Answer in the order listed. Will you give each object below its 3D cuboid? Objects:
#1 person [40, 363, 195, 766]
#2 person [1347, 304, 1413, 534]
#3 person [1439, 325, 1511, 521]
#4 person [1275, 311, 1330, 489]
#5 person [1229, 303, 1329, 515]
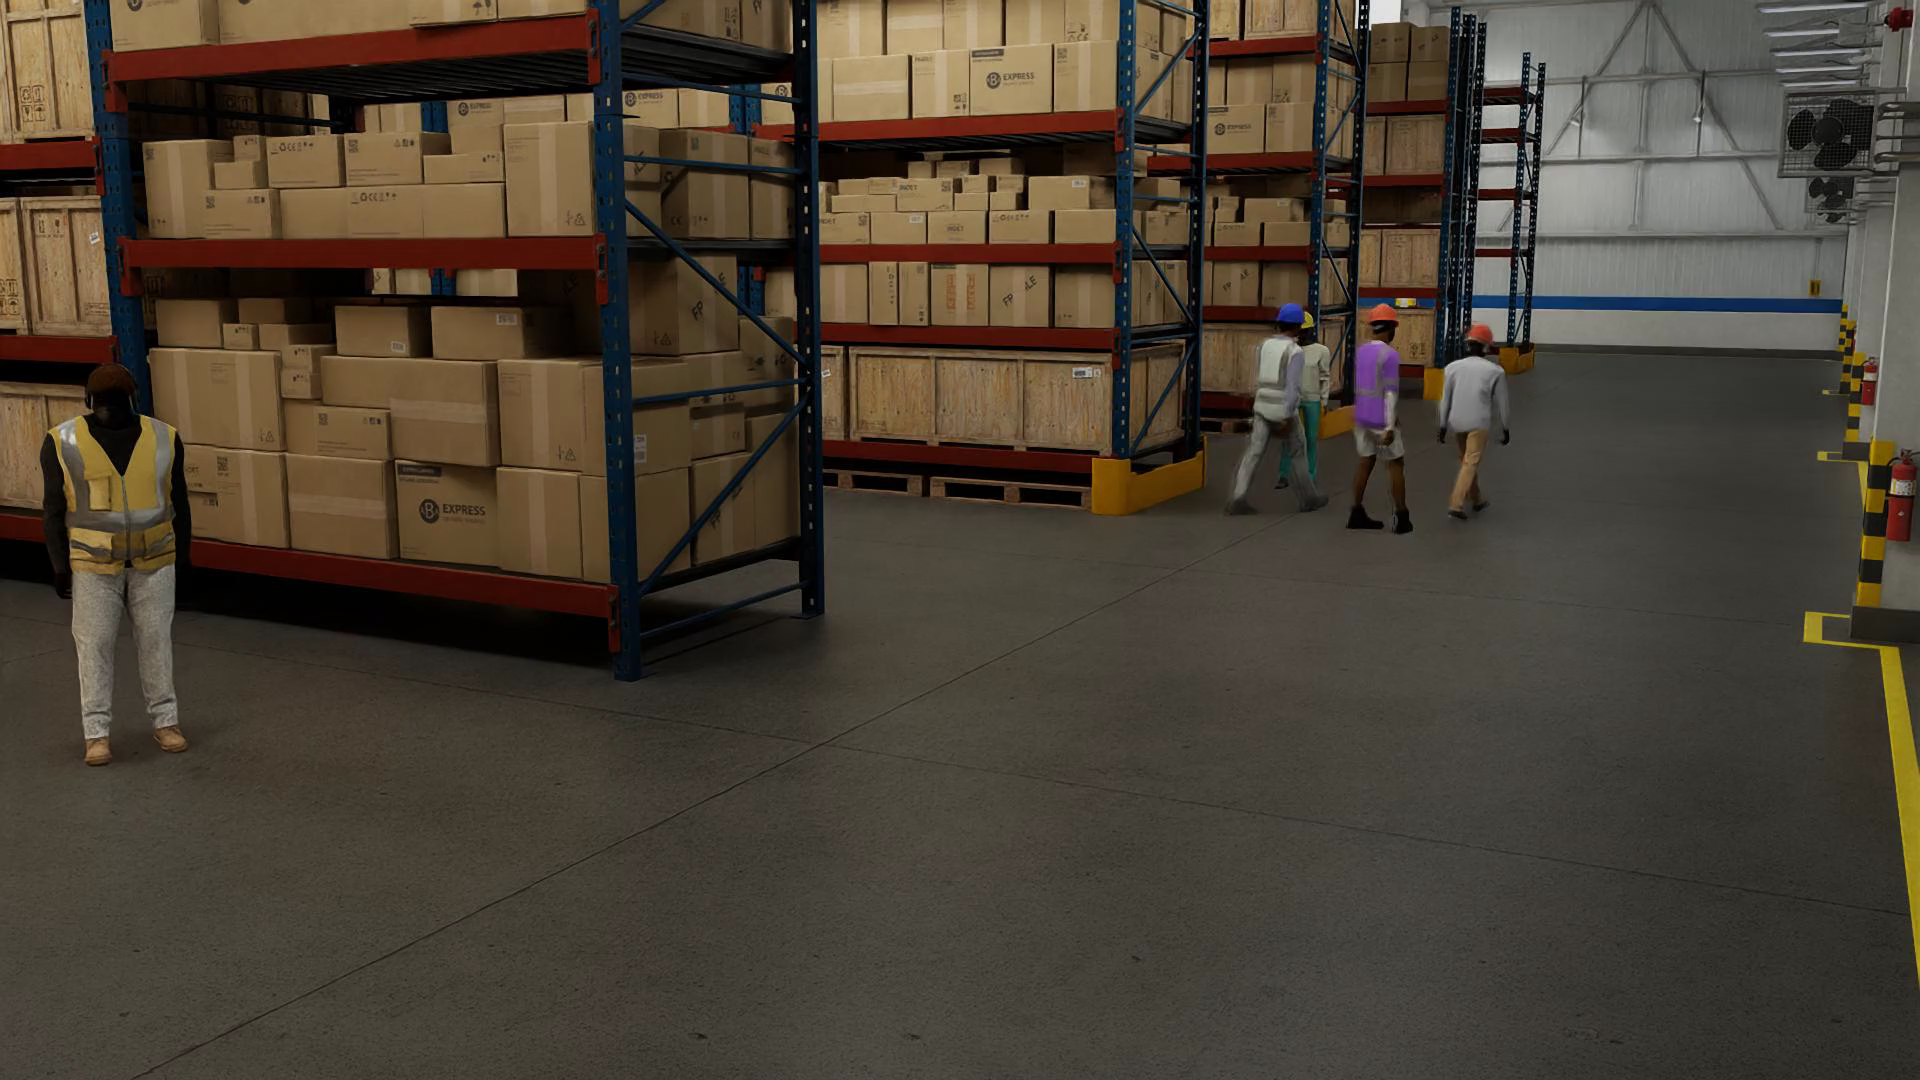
[{"bbox_3d":[-3.859,0.104,7.671,0.619,1.838,0.430,-7,12,-35],"label":"person"},{"bbox_3d":[3.577,-1.013,13.934,0.527,1.904,0.570,-5,11,-27],"label":"person"},{"bbox_3d":[4.534,-1.034,14.639,0.585,1.701,0.917,9,13,43],"label":"person"},{"bbox_3d":[3.364,-1.367,16.388,0.533,1.767,0.326,3,10,15],"label":"person"},{"bbox_3d":[2.852,-1.158,14.841,1.033,1.891,0.604,-7,12,-33],"label":"person"}]
